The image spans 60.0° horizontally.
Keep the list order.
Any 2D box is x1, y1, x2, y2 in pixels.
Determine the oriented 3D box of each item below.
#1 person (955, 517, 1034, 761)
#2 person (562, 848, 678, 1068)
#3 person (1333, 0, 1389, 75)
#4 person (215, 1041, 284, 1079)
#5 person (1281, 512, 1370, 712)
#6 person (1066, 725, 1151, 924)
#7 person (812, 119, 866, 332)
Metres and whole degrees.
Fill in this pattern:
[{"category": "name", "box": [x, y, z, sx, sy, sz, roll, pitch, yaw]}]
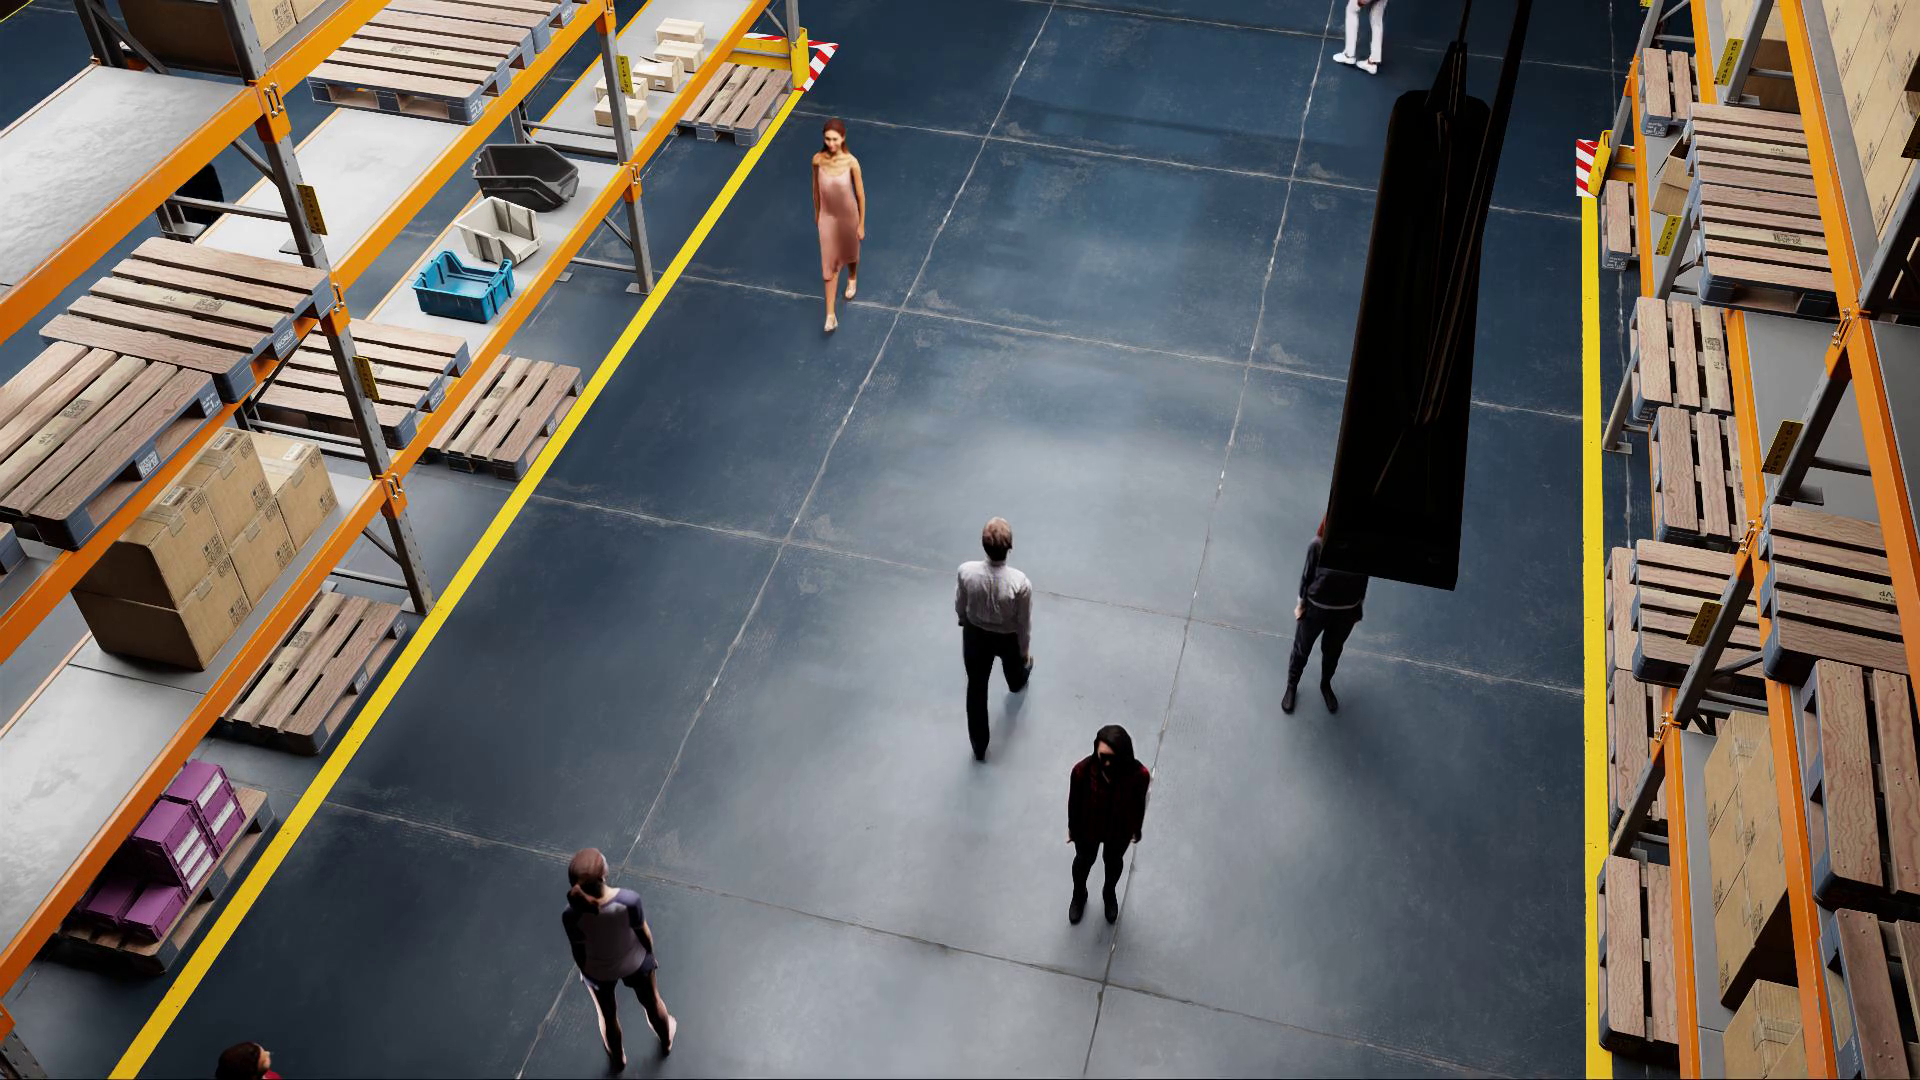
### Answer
[{"category": "person", "box": [0.182, 0.661, 10.266, 0.674, 1.782, 1.074, 10, 45, 10]}, {"category": "person", "box": [-1.797, 2.193, 8.670, 0.672, 1.765, 0.692, -11, 45, -11]}, {"category": "person", "box": [4.250, -5.560, 16.783, 0.909, 1.800, 0.974, -24, 49, -23]}, {"category": "person", "box": [-3.309, 2.900, 8.082, 0.651, 1.553, 0.710, 30, 51, 28]}, {"category": "person", "box": [2.345, 0.402, 10.539, 0.632, 1.780, 0.583, 0, 44, 0]}, {"category": "person", "box": [0.811, 1.592, 9.379, 0.632, 1.657, 0.582, 1, 44, 1]}, {"category": "person", "box": [-0.963, -2.688, 13.779, 0.698, 1.785, 1.116, 6, 44, 6]}]
